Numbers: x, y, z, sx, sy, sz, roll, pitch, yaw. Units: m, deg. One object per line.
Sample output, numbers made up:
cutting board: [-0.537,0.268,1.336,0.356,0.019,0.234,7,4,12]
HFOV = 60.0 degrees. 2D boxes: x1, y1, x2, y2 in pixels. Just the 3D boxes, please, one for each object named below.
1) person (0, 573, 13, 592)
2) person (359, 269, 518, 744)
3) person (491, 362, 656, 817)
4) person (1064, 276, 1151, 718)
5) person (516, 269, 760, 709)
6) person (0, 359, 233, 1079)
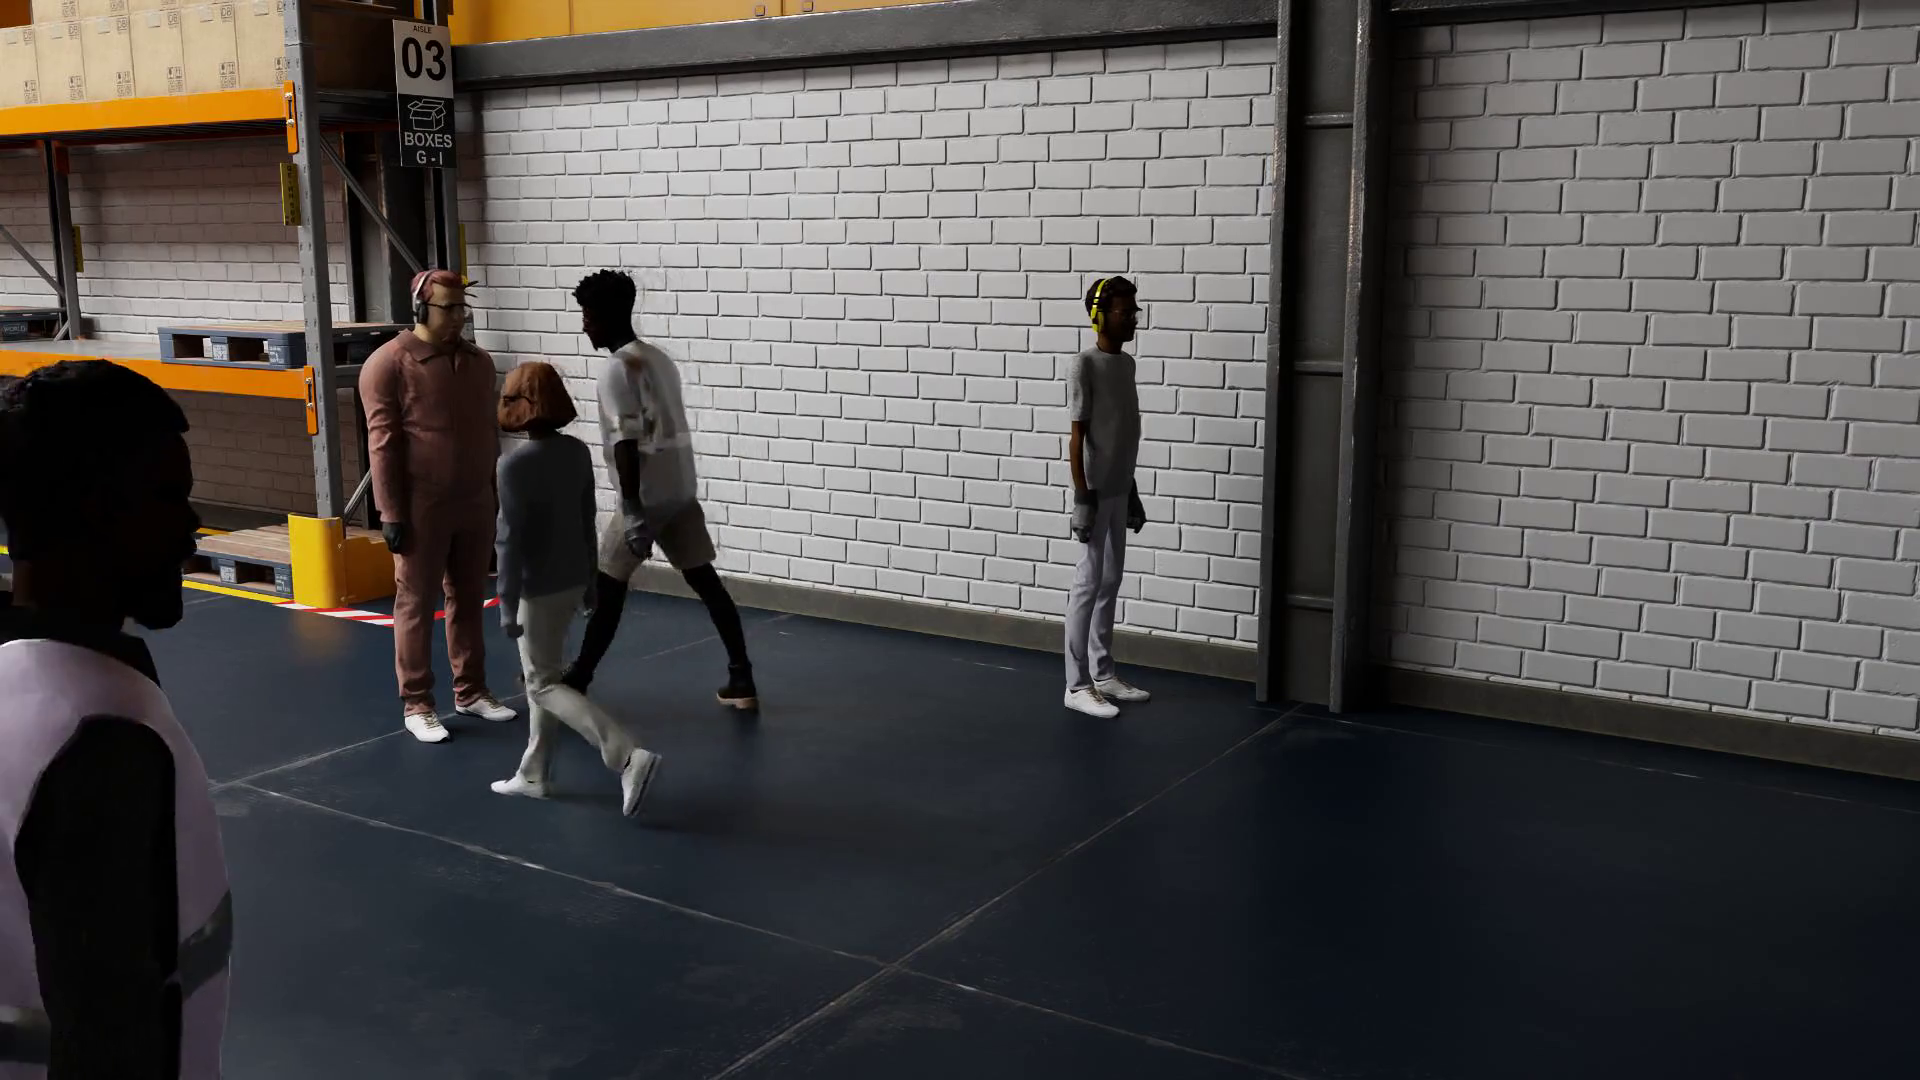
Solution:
person: [-1.706,0.650,2.892,0.541,1.712,0.730,-5,11,-24]
person: [-2.099,-0.146,6.816,0.408,1.907,0.638,6,12,32]
person: [-1.388,0.181,5.841,0.715,1.609,0.504,4,11,21]
person: [0.640,-0.189,7.150,0.329,1.873,0.512,6,12,32]
person: [-1.351,-0.190,7.069,1.043,1.884,0.717,3,11,15]
person: [-1.003,0.717,2.090,0.829,1.880,0.615,-9,14,-42]
